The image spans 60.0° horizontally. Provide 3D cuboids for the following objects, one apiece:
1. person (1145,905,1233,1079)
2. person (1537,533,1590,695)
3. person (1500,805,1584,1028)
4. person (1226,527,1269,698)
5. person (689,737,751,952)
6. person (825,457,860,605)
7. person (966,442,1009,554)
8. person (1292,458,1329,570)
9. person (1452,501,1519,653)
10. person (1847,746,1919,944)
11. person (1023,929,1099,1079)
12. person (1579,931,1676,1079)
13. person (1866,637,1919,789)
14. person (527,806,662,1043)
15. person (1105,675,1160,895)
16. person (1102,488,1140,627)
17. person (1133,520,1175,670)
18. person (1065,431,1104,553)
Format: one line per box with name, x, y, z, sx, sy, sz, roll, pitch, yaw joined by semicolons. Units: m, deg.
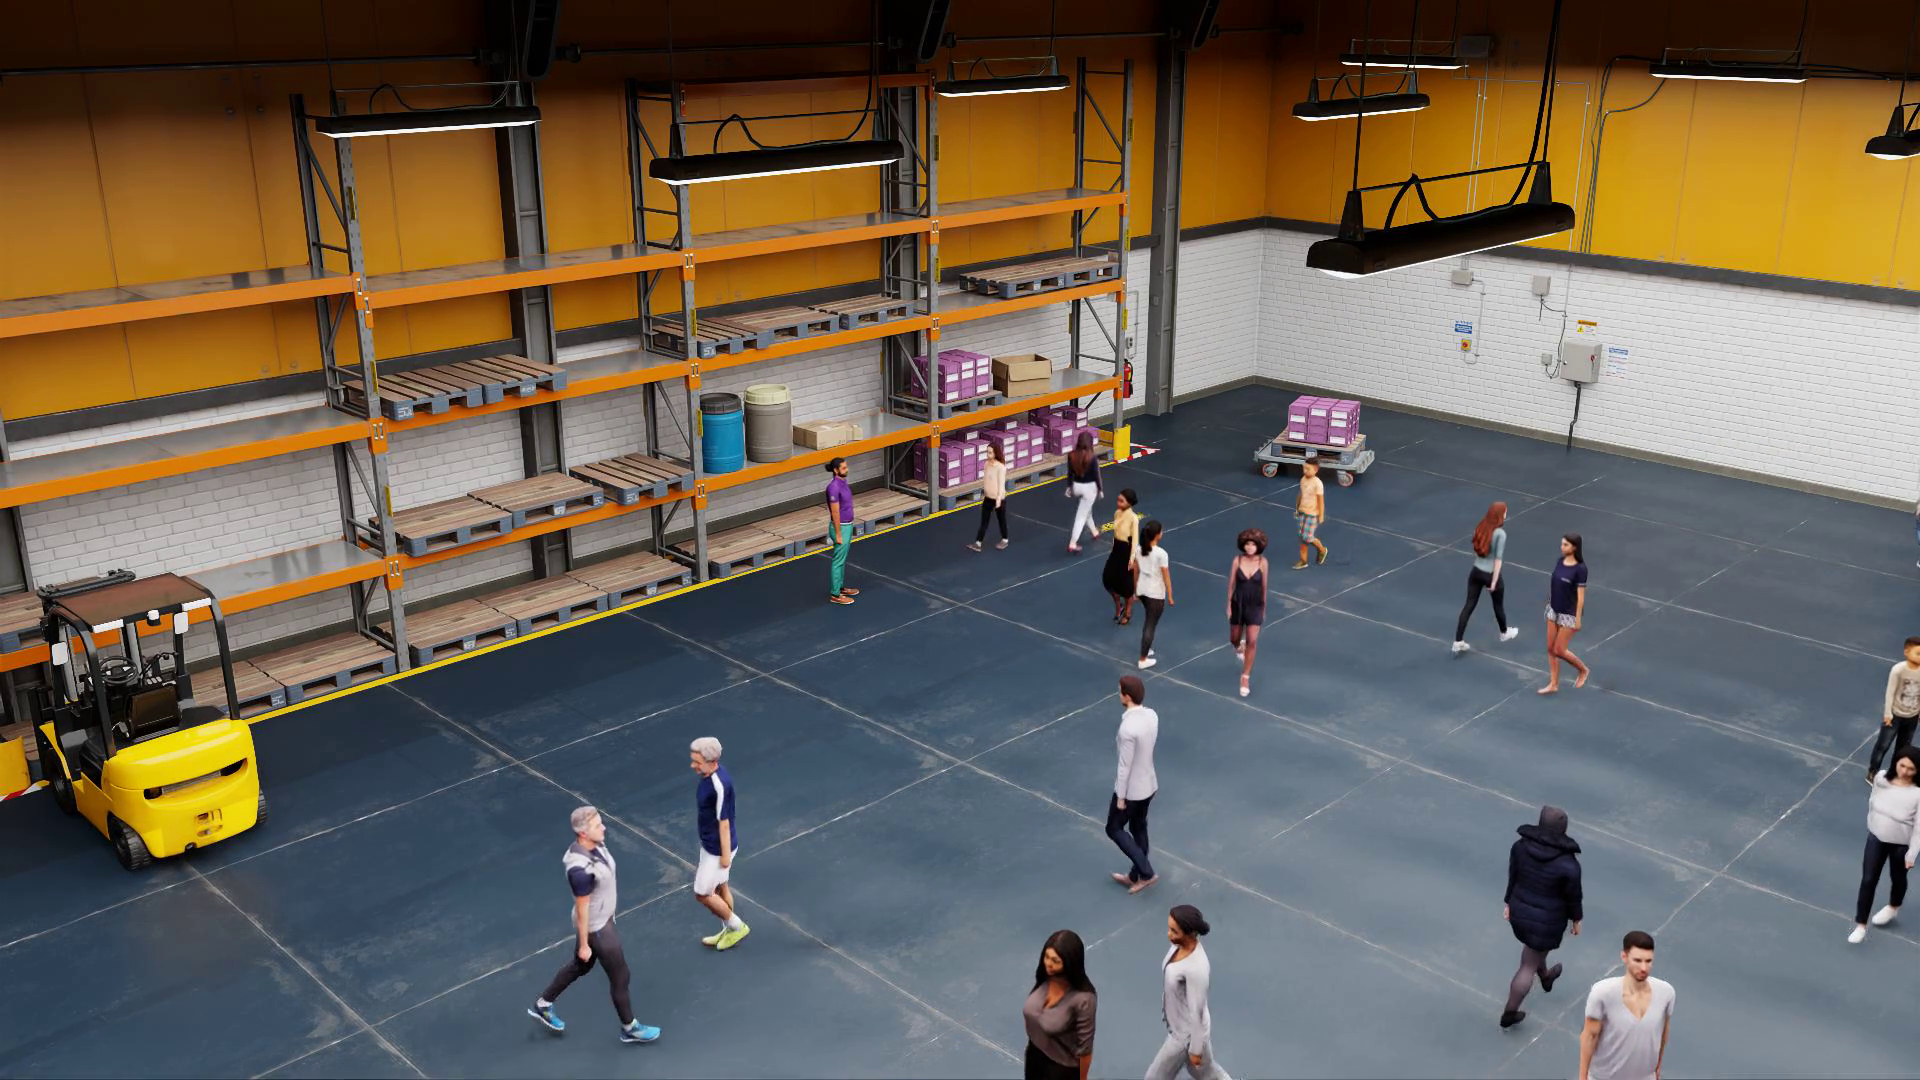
person;1.510;3.059;10.452;1.247;1.696;1.170;0;19;-1
person;6.314;0.765;17.176;0.867;1.752;0.759;-6;19;-17
person;4.020;2.682;11.694;1.089;1.618;0.726;-15;24;-38
person;2.991;0.705;17.330;0.912;1.767;1.078;3;19;10
person;-1.741;2.290;12.549;0.820;1.815;0.801;-5;19;-15
person;-1.435;-0.135;19.824;0.786;1.768;0.704;3;19;8
person;0.500;-0.548;21.552;0.582;1.447;0.907;17;25;40
person;4.449;-0.337;20.923;0.732;1.449;0.626;-12;22;-31
person;5.687;0.451;18.221;1.244;1.679;0.806;-10;21;-28
person;7.202;2.295;12.805;1.039;1.643;0.671;-12;22;-31
person;0.646;3.132;10.035;1.017;1.823;0.743;-13;23;-35
person;3.950;3.146;10.029;1.197;1.801;1.309;1;19;4
person;8.615;1.573;15.230;0.619;1.461;0.698;-2;19;-5
person;-2.617;2.667;11.459;1.264;1.795;1.176;-1;19;-3
person;1.481;2.002;13.381;0.820;1.829;0.722;14;23;36
person;1.940;0.193;19.039;0.658;1.647;0.636;-13;22;-33
person;1.989;0.607;17.839;0.651;1.628;0.610;-13;23;-35
person;1.573;-0.579;21.483;0.757;1.549;1.151;14;23;36
